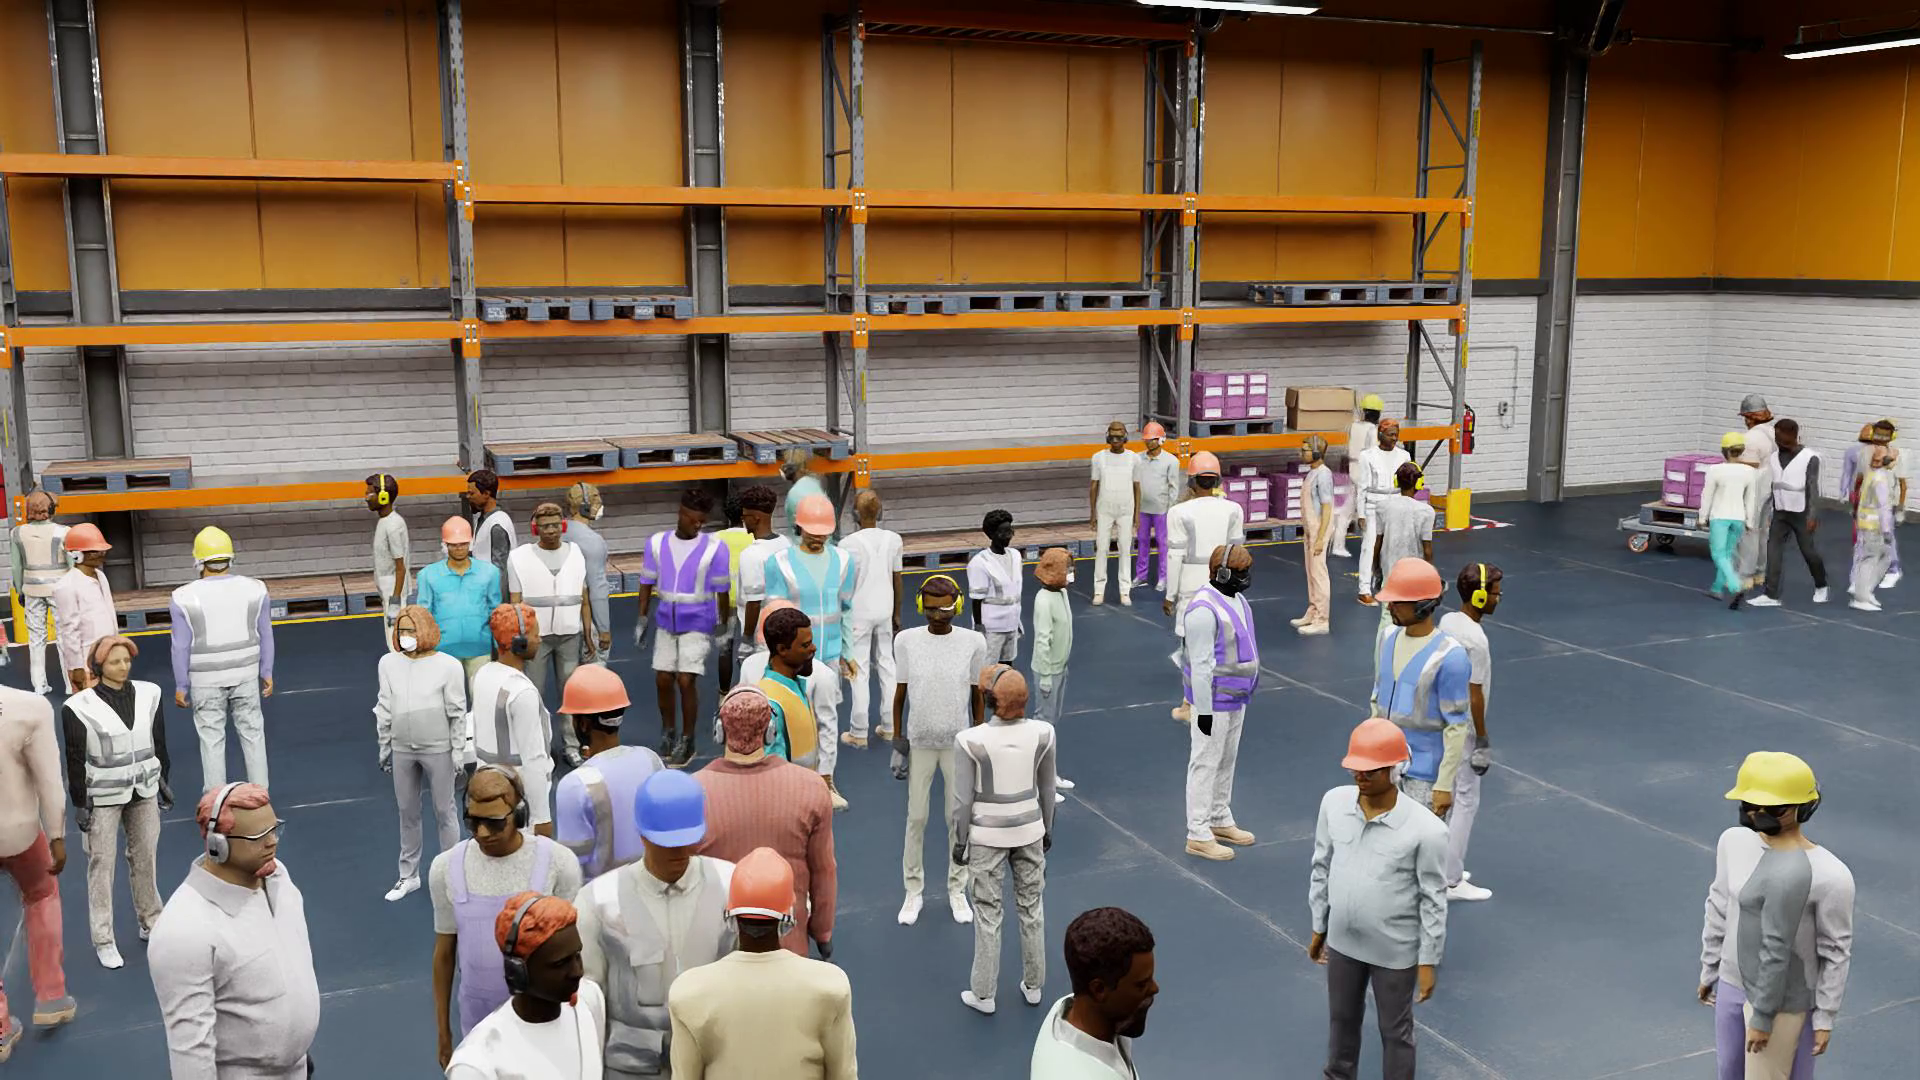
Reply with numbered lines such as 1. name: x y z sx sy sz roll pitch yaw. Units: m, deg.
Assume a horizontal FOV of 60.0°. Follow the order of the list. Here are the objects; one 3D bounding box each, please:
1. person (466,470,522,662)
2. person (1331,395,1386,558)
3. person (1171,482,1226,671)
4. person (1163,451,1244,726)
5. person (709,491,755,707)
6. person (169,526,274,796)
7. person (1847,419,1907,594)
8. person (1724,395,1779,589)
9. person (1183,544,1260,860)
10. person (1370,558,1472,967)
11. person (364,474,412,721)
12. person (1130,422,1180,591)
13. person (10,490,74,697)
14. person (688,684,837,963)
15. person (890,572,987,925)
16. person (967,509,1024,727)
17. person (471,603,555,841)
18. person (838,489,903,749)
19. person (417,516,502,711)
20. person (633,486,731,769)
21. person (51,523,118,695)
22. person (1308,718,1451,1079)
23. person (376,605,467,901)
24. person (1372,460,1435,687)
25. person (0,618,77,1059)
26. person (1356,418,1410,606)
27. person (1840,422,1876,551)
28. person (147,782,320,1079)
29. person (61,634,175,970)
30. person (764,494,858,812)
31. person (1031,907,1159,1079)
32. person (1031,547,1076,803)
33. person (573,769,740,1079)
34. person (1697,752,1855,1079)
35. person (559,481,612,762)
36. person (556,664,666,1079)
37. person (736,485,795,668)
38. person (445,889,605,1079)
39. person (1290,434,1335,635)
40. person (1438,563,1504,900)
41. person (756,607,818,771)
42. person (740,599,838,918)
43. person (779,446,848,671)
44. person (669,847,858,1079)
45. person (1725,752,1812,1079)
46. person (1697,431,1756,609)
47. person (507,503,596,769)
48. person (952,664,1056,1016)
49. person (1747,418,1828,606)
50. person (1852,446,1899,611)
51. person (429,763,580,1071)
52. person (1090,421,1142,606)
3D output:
1. person: -3.429 0.426 12.343 0.387 1.912 0.588 -5 11 -25
2. person: 4.667 -0.729 19.091 0.996 1.874 0.604 -5 11 -28
3. person: 1.966 0.326 13.415 0.356 1.726 0.519 1 10 8
4. person: 1.790 0.357 12.350 0.611 2.042 0.394 -3 10 -16
5. person: -1.682 0.470 12.694 0.541 1.696 0.315 0 10 -2
6. person: -4.539 0.824 10.249 0.601 1.835 0.404 -8 13 -39
7. person: 9.459 -0.351 17.133 0.987 1.819 0.578 -9 13 -43
8. person: 8.234 -0.514 17.377 0.684 2.000 0.536 -9 13 -41
9. person: 1.523 0.927 9.683 0.429 1.837 0.624 6 11 30
10. person: 2.193 1.091 8.132 0.375 2.039 0.611 -5 11 -25
11. person: -4.259 0.432 12.420 0.313 1.869 0.538 -4 11 -23
12. person: 1.997 -0.354 17.279 0.563 1.752 0.326 7 12 34
13. person: -7.177 0.428 13.106 0.523 1.638 0.310 0 10 -3
14. person: -0.792 1.478 6.284 0.651 1.907 0.409 -3 10 -14
15. person: -0.113 1.084 8.678 0.507 1.865 0.329 0 10 -2
16. person: 0.269 0.618 11.843 0.316 1.695 0.542 8 13 39
17. person: -2.078 1.223 7.821 0.341 1.881 0.587 -8 13 -38
18. person: -0.644 0.556 11.770 0.513 1.845 0.335 -6 12 -32
19. person: -3.341 0.705 11.166 0.573 1.753 0.332 -4 11 -23
20. person: -1.891 0.585 11.348 0.655 1.934 0.450 3 10 17
21. person: -5.661 0.756 10.877 0.327 1.753 0.563 -1 10 -4
22. person: 1.582 1.533 6.406 0.564 1.753 0.336 10 14 44
23. person: -2.902 1.148 8.970 0.498 1.634 0.281 1 10 7
24. person: 3.517 0.300 13.212 0.510 1.862 0.327 7 12 36
25. person: -4.249 1.259 7.343 0.623 1.966 0.637 -3 10 -19
26. person: 4.188 -0.273 16.483 0.568 1.876 0.352 -2 10 -12
27. person: 10.163 -0.521 18.677 0.524 1.609 0.675 8 13 38
28. person: -2.190 1.671 5.174 0.401 1.906 0.651 1 10 4
29. person: -4.154 1.271 8.237 0.307 1.643 0.514 6 12 32
30. person: -0.904 0.715 10.322 0.605 2.033 0.401 -6 11 -30
31. person: 0.314 1.837 4.222 0.395 1.911 0.581 1 10 5
32. person: 0.598 0.849 10.691 0.266 1.631 0.507 3 10 17
33. person: -0.910 1.646 5.238 0.605 1.938 0.420 -4 11 -21
34. person: 2.871 1.611 5.923 0.313 1.768 0.528 -6 12 -32
35. person: -2.593 0.557 11.497 0.357 1.938 0.637 -8 13 -39
36. person: -1.381 1.433 6.488 0.382 1.929 0.542 5 11 28
37. person: -1.309 0.607 11.129 0.361 1.965 0.613 4 11 20
38. person: -1.089 1.824 4.364 0.357 1.881 0.574 4 10 20
39. person: 3.259 -0.051 15.273 0.325 1.843 0.517 0 10 0
40. person: 2.726 1.034 9.008 0.327 1.853 0.527 -1 10 -6
41. person: -0.805 1.246 7.584 0.392 1.920 0.588 0 10 -1
42. person: -0.906 1.155 8.591 0.564 1.750 0.344 4 11 23
43. person: -1.171 0.177 13.793 0.660 1.910 0.651 1 10 5
44. person: -0.581 1.776 5.008 0.559 1.751 0.326 -1 10 -6
45. person: 2.863 1.616 5.938 0.341 1.754 0.531 4 11 24
46. person: 7.627 -0.205 16.477 0.527 1.745 0.783 -2 10 -9
47. person: -2.745 0.654 11.204 0.564 1.847 0.397 -5 11 -27
48. person: 0.206 1.372 7.648 0.514 1.645 0.308 -4 11 -21
49. person: 8.316 -0.279 16.537 0.951 1.858 0.670 -4 11 -22
50. person: 8.967 -0.104 16.204 0.431 1.627 0.532 4 11 21
51. person: -1.517 1.628 5.637 0.519 1.836 0.343 0 10 -2
52. person: 1.544 -0.260 16.475 0.505 1.845 0.345 1 10 5
